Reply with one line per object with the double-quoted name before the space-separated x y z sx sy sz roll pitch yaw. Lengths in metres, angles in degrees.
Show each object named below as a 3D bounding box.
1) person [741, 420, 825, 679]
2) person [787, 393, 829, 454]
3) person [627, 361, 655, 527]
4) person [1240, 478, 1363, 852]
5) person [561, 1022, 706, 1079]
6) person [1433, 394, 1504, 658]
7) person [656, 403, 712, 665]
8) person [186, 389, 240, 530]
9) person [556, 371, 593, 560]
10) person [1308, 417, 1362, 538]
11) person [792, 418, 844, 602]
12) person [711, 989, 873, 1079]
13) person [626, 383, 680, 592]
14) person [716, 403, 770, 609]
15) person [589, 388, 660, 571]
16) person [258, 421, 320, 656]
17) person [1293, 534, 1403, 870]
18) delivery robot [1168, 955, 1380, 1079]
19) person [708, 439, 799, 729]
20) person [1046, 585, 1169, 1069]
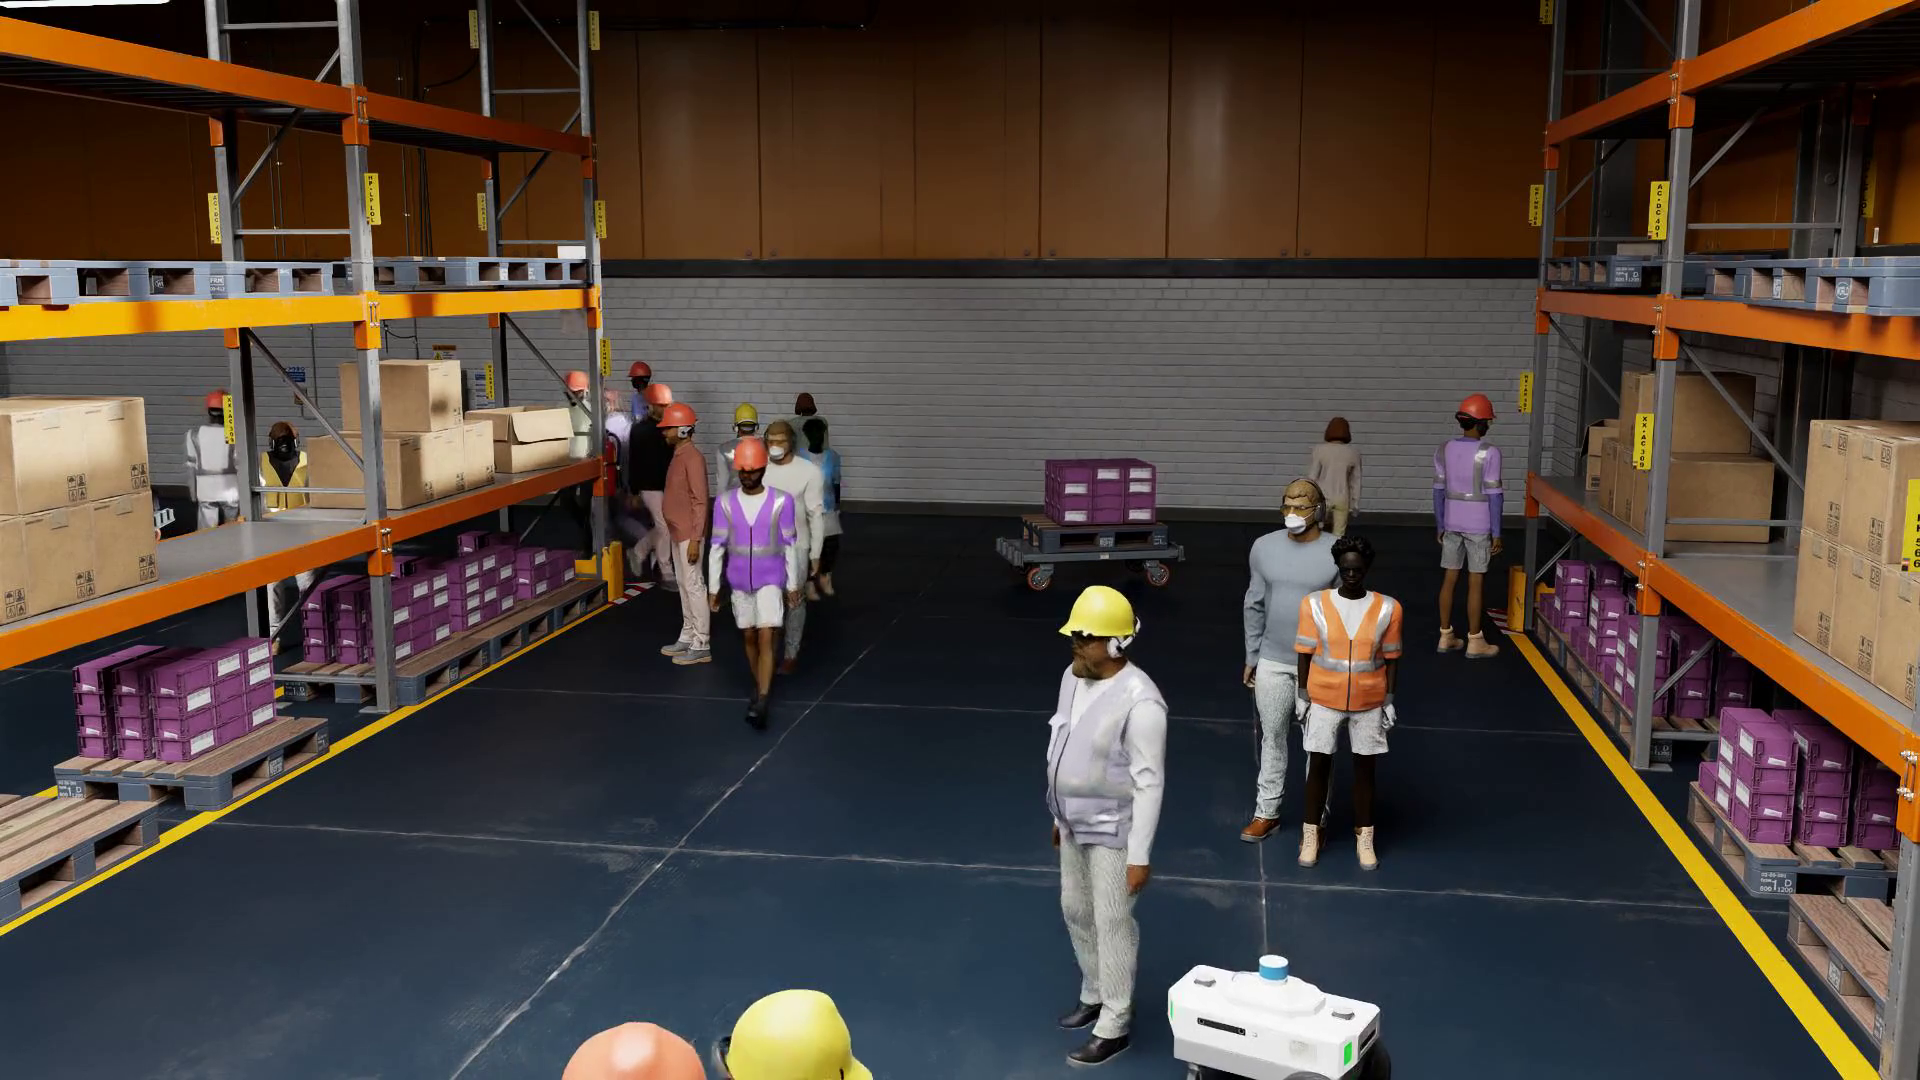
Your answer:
"person" -1.310 0.093 12.069 0.655 1.908 0.813 1 9 6
"person" -1.716 -0.840 18.684 0.499 1.633 0.279 -4 10 -21
"person" -3.694 -1.115 19.437 0.377 1.938 0.547 2 10 14
"person" 1.752 0.642 8.605 0.627 1.940 0.372 6 11 32
"person" -0.480 1.633 2.503 0.547 1.934 0.375 -6 11 -34
"person" 3.959 -0.110 12.917 0.377 2.045 0.605 -7 11 -36
"person" -2.106 -0.052 12.709 0.388 1.992 0.625 -4 10 -23
"person" -6.777 -0.416 15.199 0.561 1.917 0.708 -2 9 -13
"person" -3.911 -0.761 17.177 0.650 1.971 0.628 4 10 23
"person" 3.522 -0.354 15.725 0.548 1.614 0.361 -1 9 -5
"person" -1.302 -0.268 15.034 0.532 1.676 0.375 -4 10 -23
"person" -0.354 1.650 3.075 0.892 1.712 0.511 0 9 2
"person" -2.899 -0.518 15.705 0.864 1.960 0.615 8 12 40
"person" -1.870 -0.290 14.671 0.591 1.834 0.404 -4 10 -23
"person" -3.337 -0.560 16.243 0.817 1.864 0.644 1 9 6
"person" -5.235 -0.015 12.988 0.626 1.836 0.428 -4 10 -22
"person" 1.935 0.807 8.329 0.534 1.697 0.318 1 9 9
"delivery robot" 1.105 1.722 5.910 0.707 0.478 0.477 6 11 31
"person" -1.382 0.280 11.001 0.575 1.881 0.996 1 9 6
"person" 0.532 1.069 6.313 0.403 1.837 0.597 -5 10 -26
